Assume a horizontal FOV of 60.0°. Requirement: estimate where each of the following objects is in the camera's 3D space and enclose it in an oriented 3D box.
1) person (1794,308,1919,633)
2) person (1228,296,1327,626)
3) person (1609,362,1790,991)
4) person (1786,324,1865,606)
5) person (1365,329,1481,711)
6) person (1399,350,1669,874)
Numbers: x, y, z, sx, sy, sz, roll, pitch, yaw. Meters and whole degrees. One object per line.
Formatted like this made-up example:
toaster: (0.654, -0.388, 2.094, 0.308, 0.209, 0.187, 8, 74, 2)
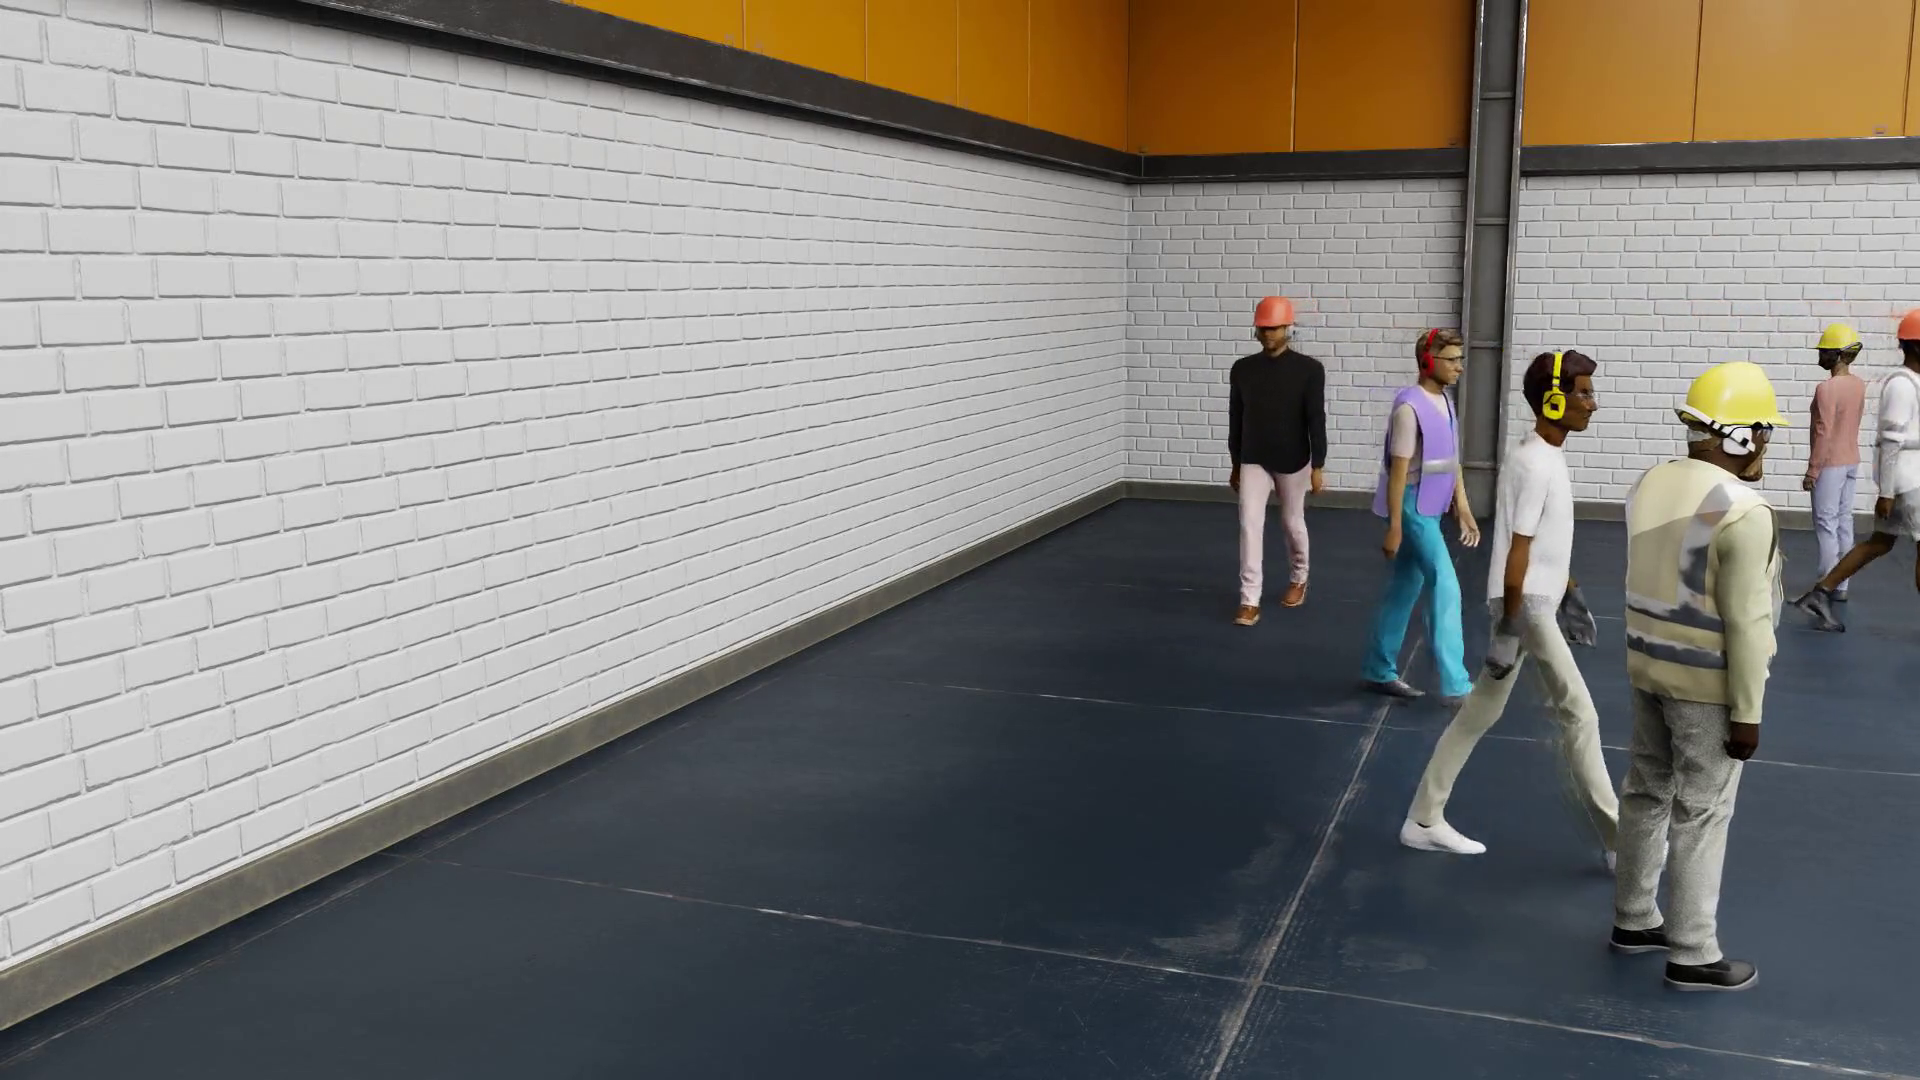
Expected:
person: (5.272, -0.362, 9.384, 0.941, 1.903, 0.553, 6, 11, 34)
person: (1.930, -0.503, 10.098, 0.623, 1.958, 0.973, 5, 10, 27)
person: (2.159, 0.398, 4.850, 0.403, 1.824, 0.593, -2, 9, -10)
person: (5.442, -0.460, 10.410, 0.525, 1.769, 0.316, -8, 12, -39)
person: (2.326, -0.089, 7.937, 0.825, 1.815, 0.571, 5, 10, 29)
person: (2.035, 0.259, 5.777, 0.991, 1.809, 0.516, 2, 9, 12)
